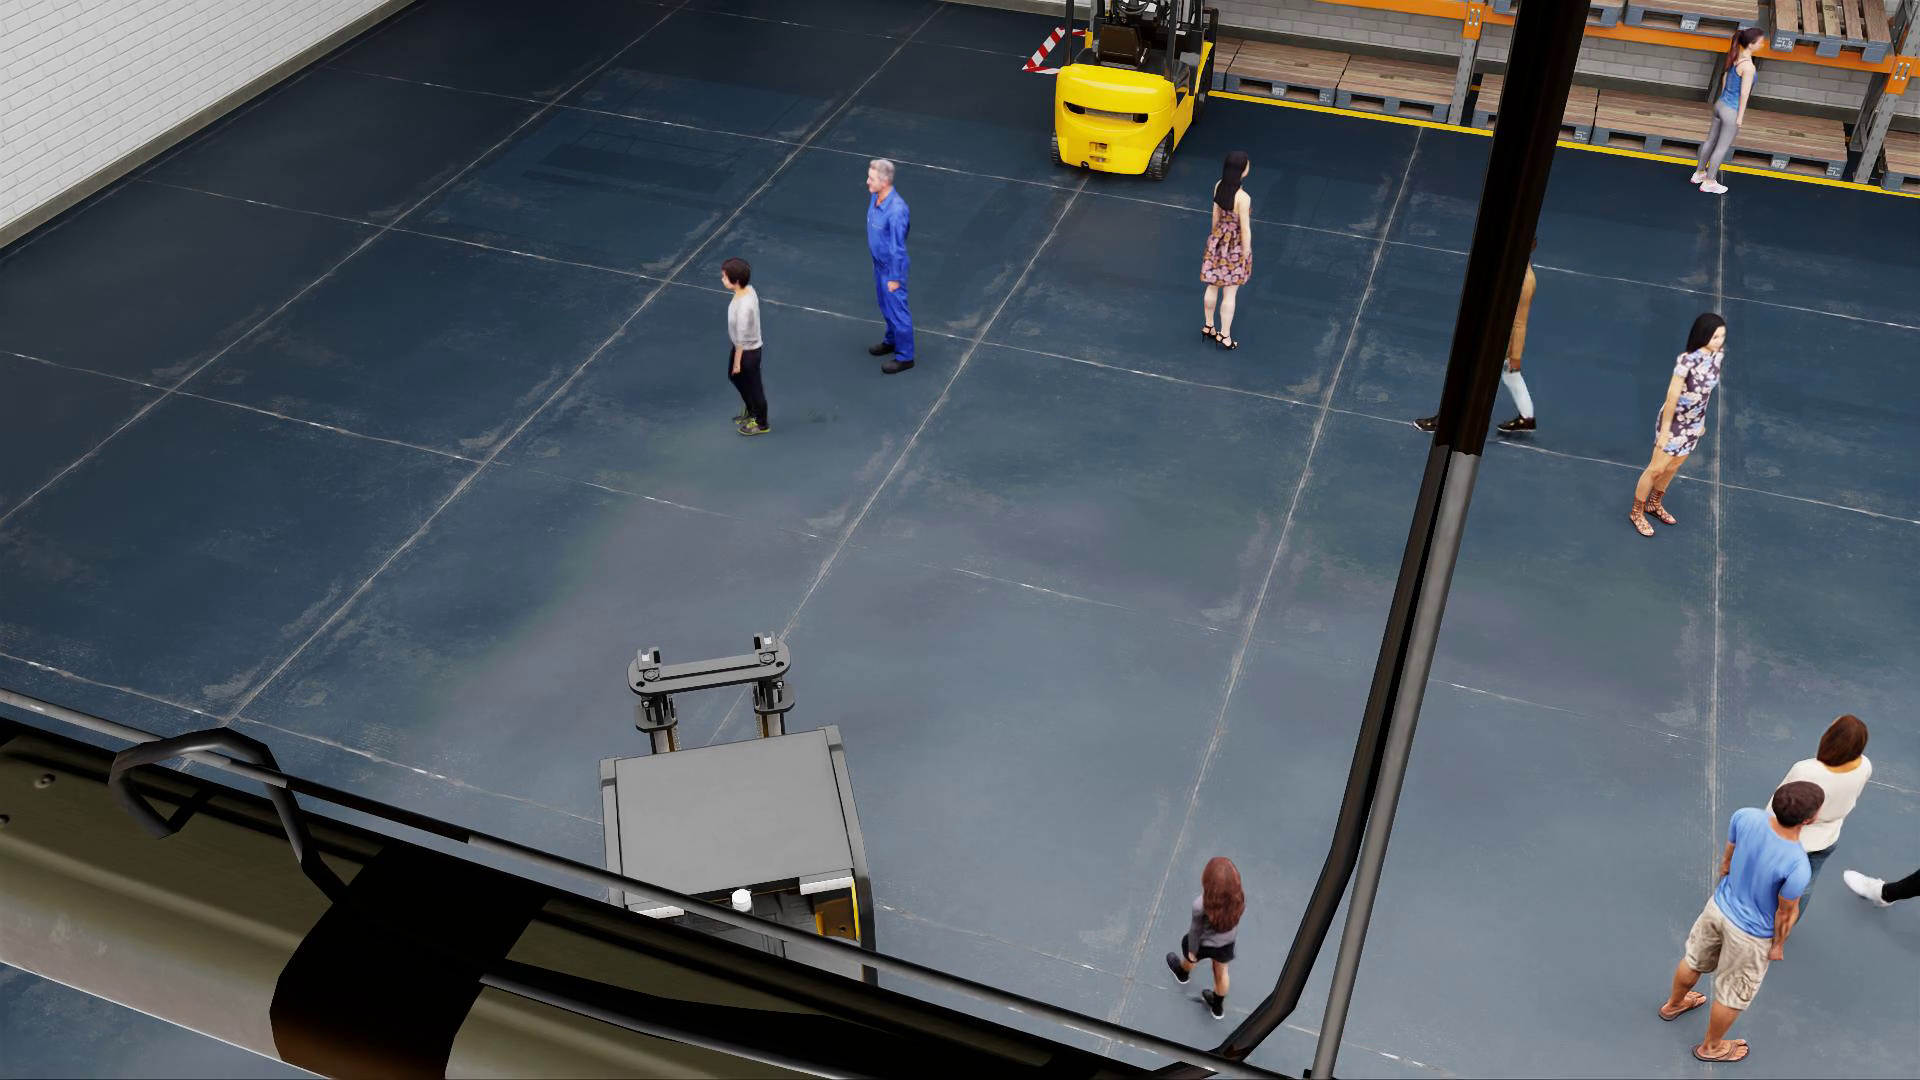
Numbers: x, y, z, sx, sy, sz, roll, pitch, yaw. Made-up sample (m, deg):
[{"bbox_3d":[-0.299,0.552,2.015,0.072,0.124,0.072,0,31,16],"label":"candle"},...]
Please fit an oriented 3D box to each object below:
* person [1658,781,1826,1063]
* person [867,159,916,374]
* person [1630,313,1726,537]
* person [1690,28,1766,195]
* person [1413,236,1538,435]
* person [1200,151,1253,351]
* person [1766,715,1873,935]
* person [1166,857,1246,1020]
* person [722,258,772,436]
[{"bbox_3d":[3.923,1.886,8.318,0.780,1.863,0.741,-12,40,-15],"label":"person"},{"bbox_3d":[-0.555,-2.245,13.521,0.816,1.825,0.777,-14,41,-17],"label":"person"},{"bbox_3d":[5.124,-0.834,11.828,0.675,1.733,0.717,-20,43,-23],"label":"person"},{"bbox_3d":[7.452,-4.166,16.099,0.645,1.609,0.642,-3,39,-4],"label":"person"},{"bbox_3d":[4.217,-1.513,12.650,1.276,1.769,0.892,3,39,4],"label":"person"},{"bbox_3d":[2.218,-2.387,13.739,0.862,1.775,0.789,-23,44,-26],"label":"person"},{"bbox_3d":[4.504,1.562,8.868,0.653,1.683,0.760,-7,39,-9],"label":"person"},{"bbox_3d":[1.347,2.095,8.675,0.704,1.090,0.763,-16,41,-19],"label":"person"},{"bbox_3d":[-1.561,-1.482,12.791,0.660,1.543,0.653,-4,39,-6],"label":"person"}]
